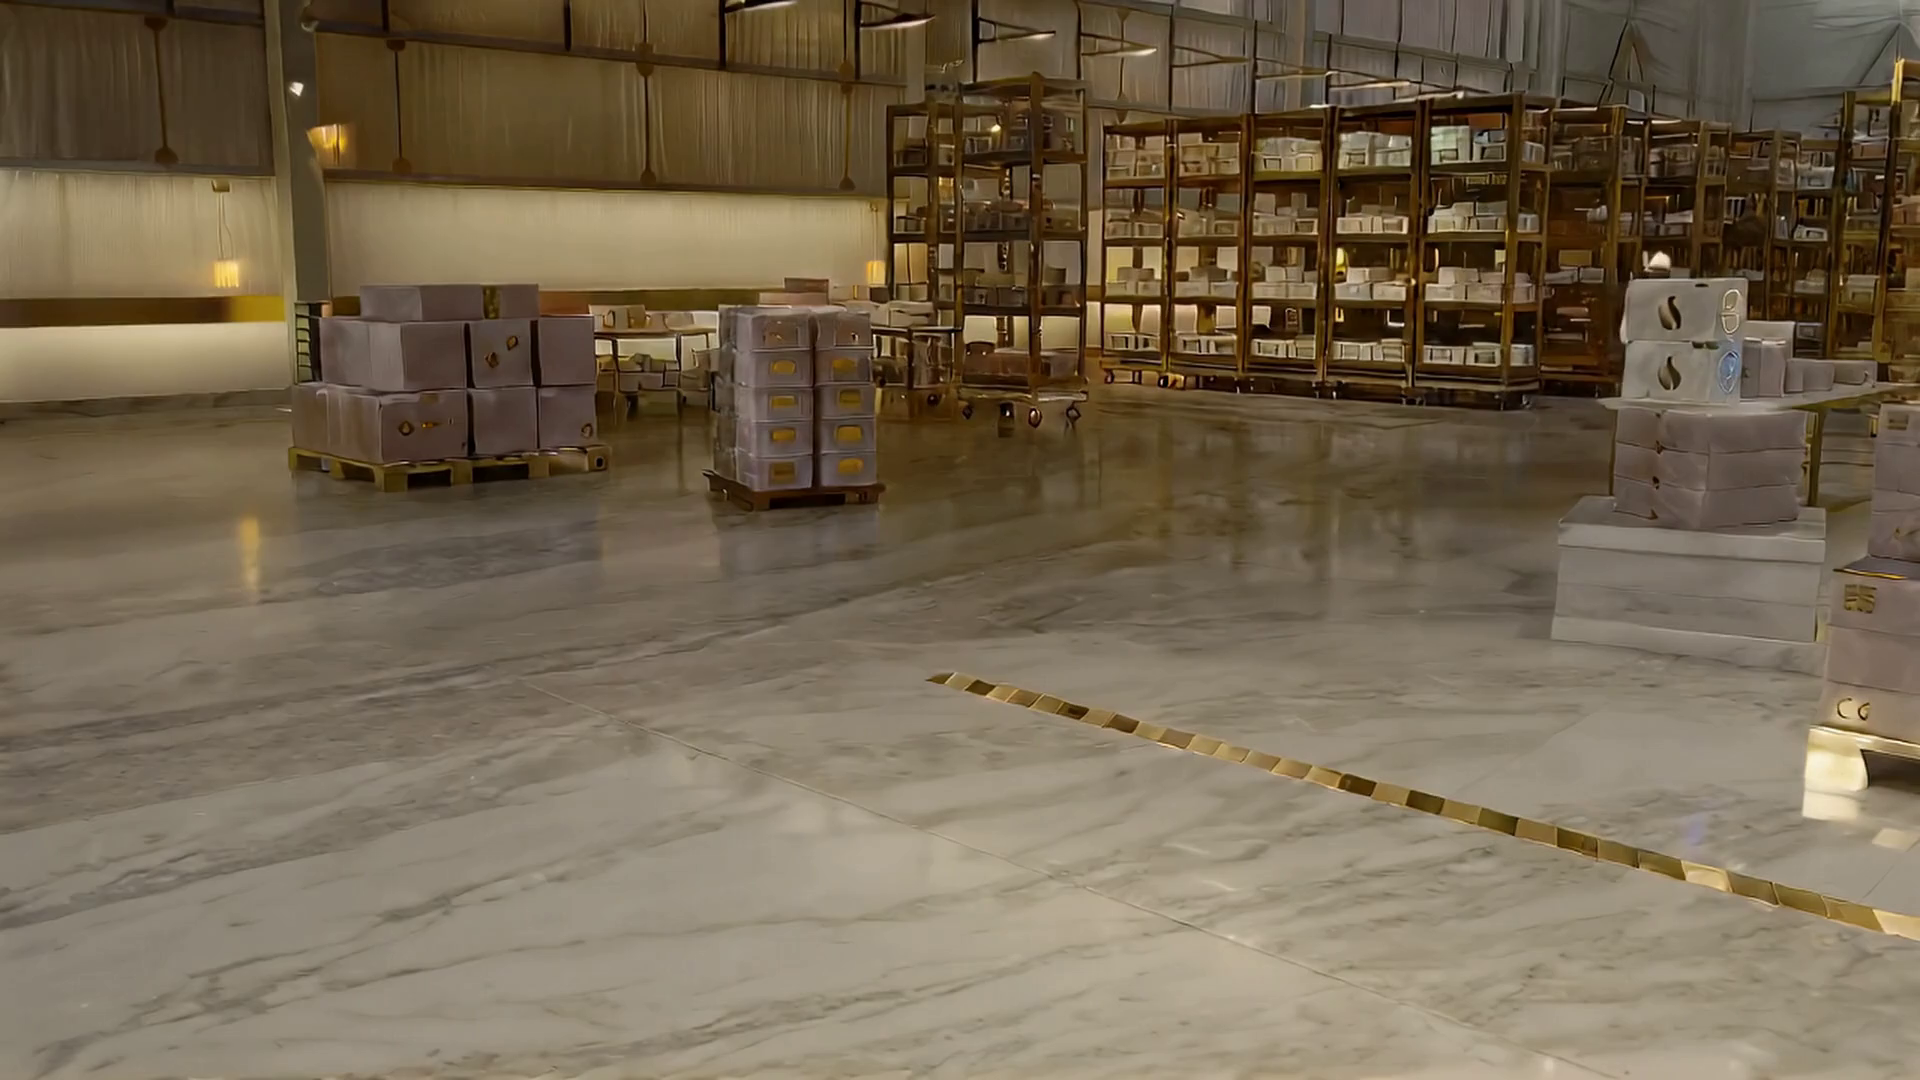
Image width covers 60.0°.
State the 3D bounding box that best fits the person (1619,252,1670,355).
[{"bbox_3d":[7.408,-2.150,17.740,0.630,1.806,0.682,6,11,34],"label":"person"}]
